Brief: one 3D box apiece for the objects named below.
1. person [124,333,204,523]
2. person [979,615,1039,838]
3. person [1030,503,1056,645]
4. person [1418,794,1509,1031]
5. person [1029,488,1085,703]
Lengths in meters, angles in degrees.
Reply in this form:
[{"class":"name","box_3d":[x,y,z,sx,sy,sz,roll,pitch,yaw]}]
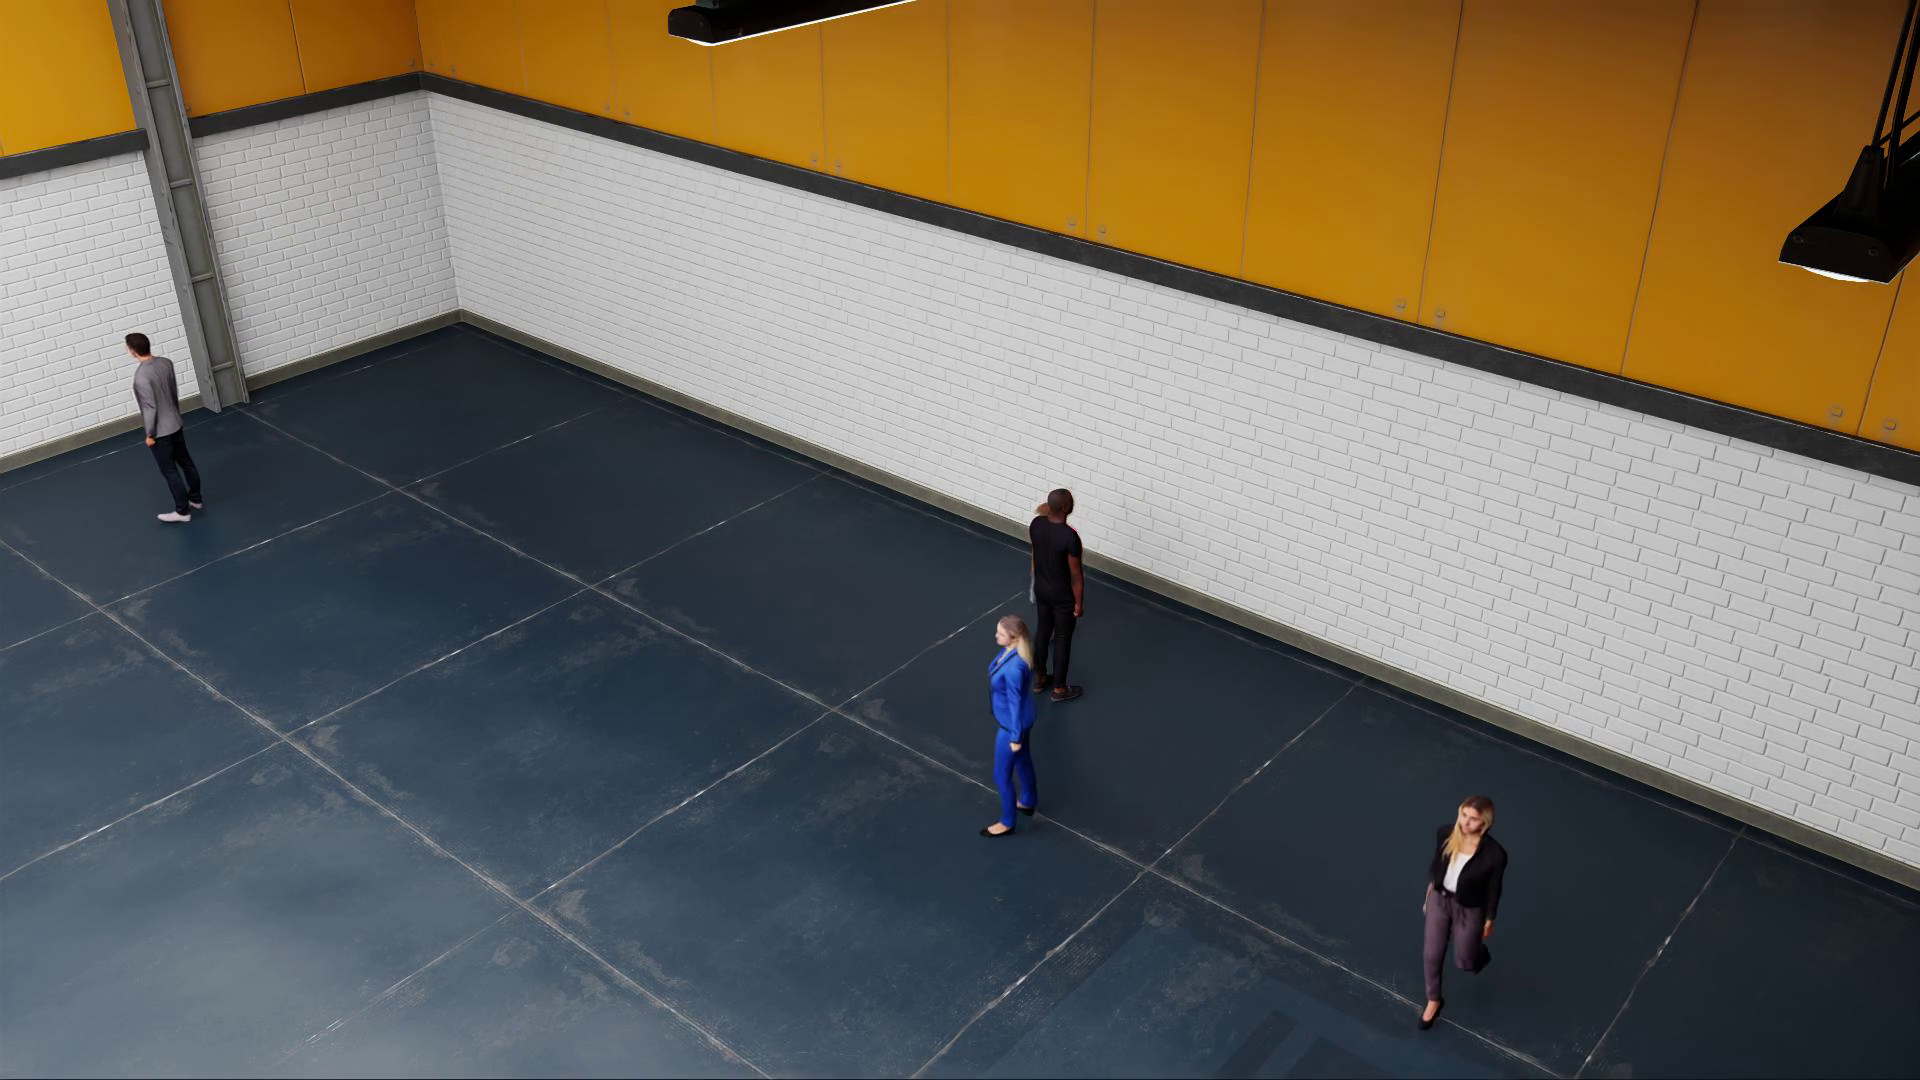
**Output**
[{"class":"person","box_3d":[-7.479,-1.076,15.620,0.846,1.872,0.744,3,29,5]},{"class":"person","box_3d":[0.414,1.259,11.525,0.879,1.694,0.806,4,29,7]},{"class":"person","box_3d":[0.776,0.254,13.782,0.518,1.297,0.561,21,35,34]},{"class":"person","box_3d":[2.995,2.180,9.877,0.620,1.656,0.858,25,37,37]},{"class":"person","box_3d":[0.746,0.418,12.936,0.596,1.820,0.690,-24,37,-36]}]
